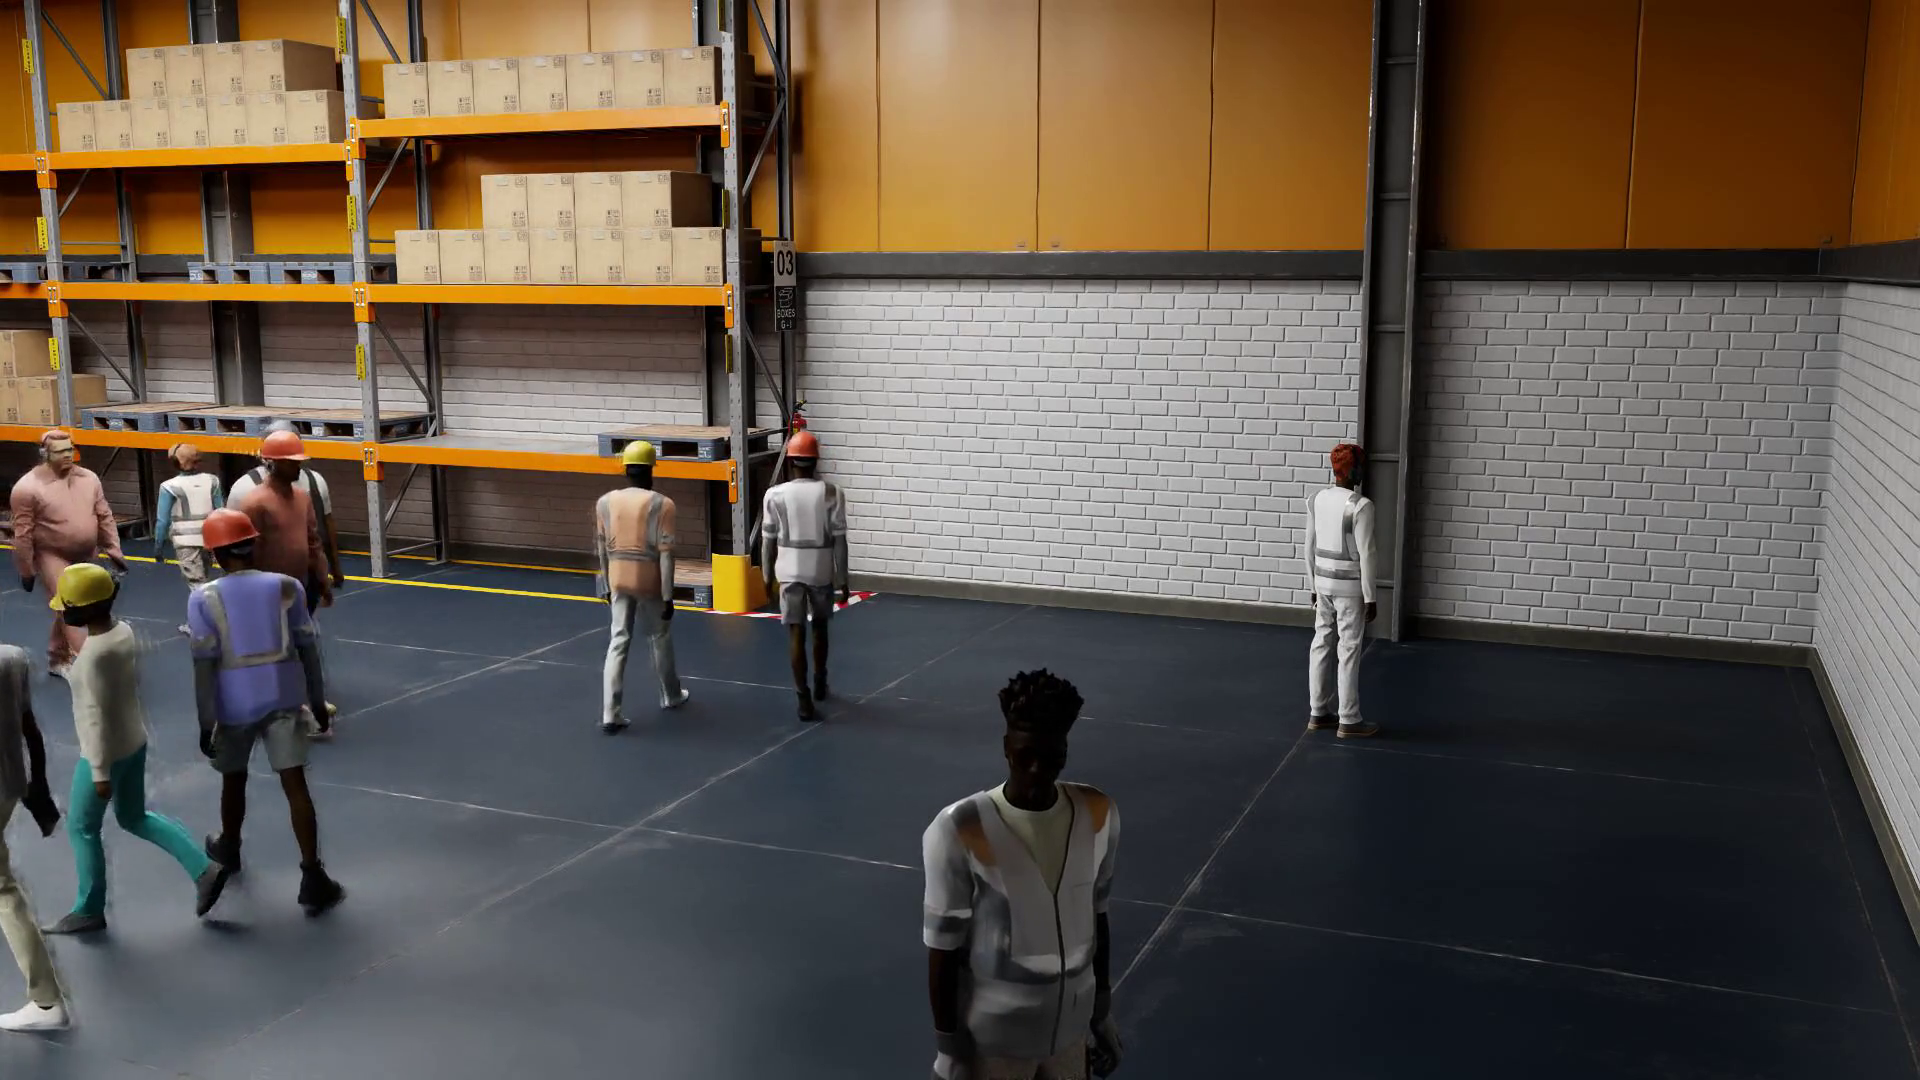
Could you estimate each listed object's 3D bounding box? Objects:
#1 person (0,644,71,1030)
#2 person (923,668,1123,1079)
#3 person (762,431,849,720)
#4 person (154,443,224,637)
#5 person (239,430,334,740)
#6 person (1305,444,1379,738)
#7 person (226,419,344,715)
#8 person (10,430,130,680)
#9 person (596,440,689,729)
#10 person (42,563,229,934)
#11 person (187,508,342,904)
[{"bbox_3d":[-3.942,1.034,6.529,0.898,1.829,0.511,1,9,6],"label":"person"},{"bbox_3d":[0.179,1.299,4.502,0.607,1.963,0.373,-5,11,-30],"label":"person"},{"bbox_3d":[-1.055,0.208,11.290,0.575,1.900,0.902,-1,9,-7],"label":"person"},{"bbox_3d":[-6.154,0.034,13.201,0.745,1.606,0.546,5,11,29],"label":"person"},{"bbox_3d":[-4.192,0.292,10.565,0.702,1.971,0.654,2,10,11],"label":"person"},{"bbox_3d":[2.456,0.323,10.667,0.356,1.883,0.573,-6,11,-32],"label":"person"},{"bbox_3d":[-4.599,0.132,11.339,1.022,2.000,0.687,6,11,34],"label":"person"},{"bbox_3d":[-6.322,0.142,11.852,0.999,1.855,0.640,4,10,25],"label":"person"},{"bbox_3d":[-2.135,0.281,10.984,0.589,1.874,1.001,2,10,14],"label":"person"},{"bbox_3d":[-3.750,0.934,7.453,0.748,1.724,0.541,-1,9,-5],"label":"person"},{"bbox_3d":[-3.343,0.784,7.987,0.610,1.860,1.075,-7,11,-35],"label":"person"}]
